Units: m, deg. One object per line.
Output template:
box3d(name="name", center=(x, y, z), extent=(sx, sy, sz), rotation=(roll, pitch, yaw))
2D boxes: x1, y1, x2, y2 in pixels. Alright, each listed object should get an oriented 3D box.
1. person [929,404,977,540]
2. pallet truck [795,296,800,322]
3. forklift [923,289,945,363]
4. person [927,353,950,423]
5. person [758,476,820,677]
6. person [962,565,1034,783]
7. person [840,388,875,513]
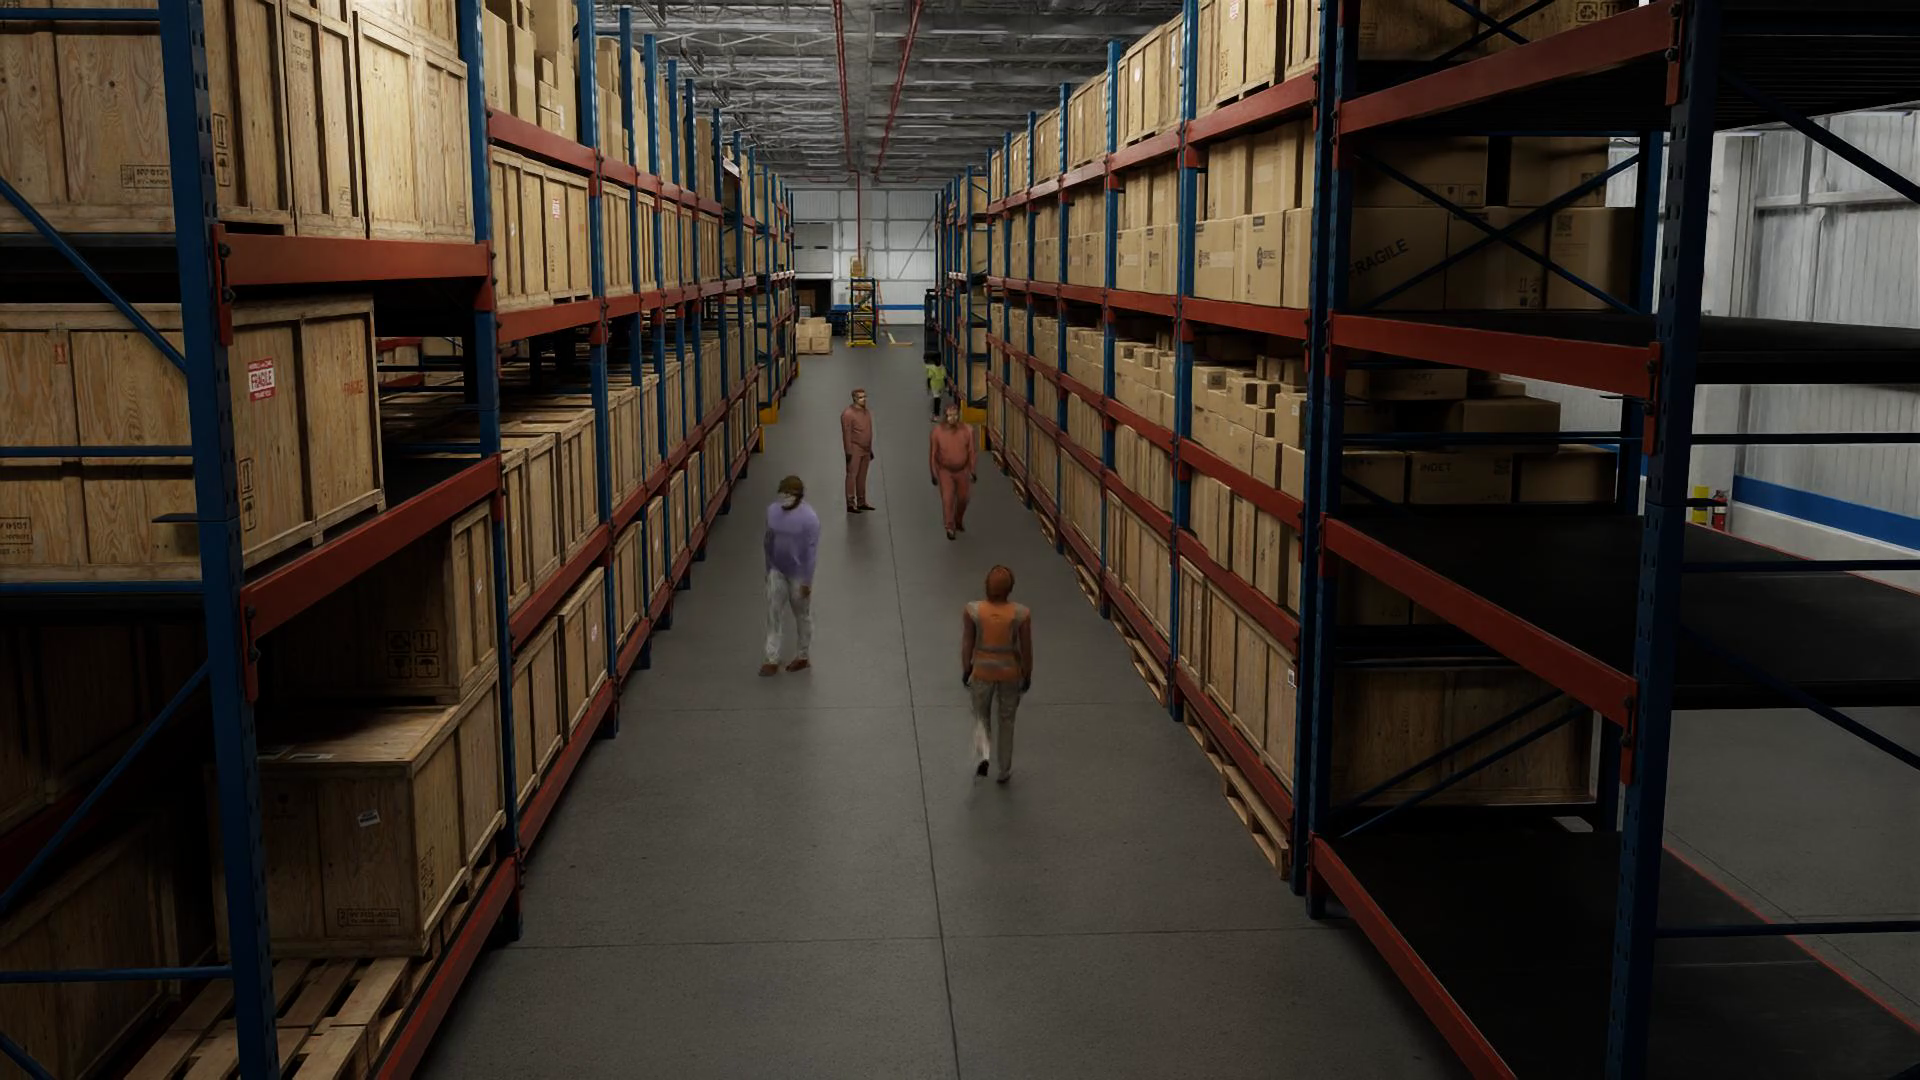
box3d(name="person", center=(-0.098, -0.961, 23.145), extent=(0.678, 1.892, 0.476), rotation=(-1, 10, -8))
box3d(name="pallet truck", center=(-8.622, -12.439, 91.403), extent=(1.885, 1.965, 0.823), rotation=(2, 10, 13))
box3d(name="forklift", center=(-0.814, -8.134, 63.054), extent=(1.129, 2.768, 1.873), rotation=(-1, 10, -3))
box3d(name="person", center=(-0.461, -3.611, 39.605), extent=(0.553, 1.665, 0.752), rotation=(-8, 12, -40))
box3d(name="person", center=(-1.587, 0.339, 15.383), extent=(0.661, 1.892, 0.820), rotation=(5, 11, 27))
box3d(name="person", center=(0.282, 0.989, 12.295), extent=(0.536, 1.624, 0.376), rotation=(1, 10, 7))
box3d(name="person", center=(-1.544, -1.379, 25.604), extent=(0.407, 1.910, 0.639), rotation=(6, 11, 33))
